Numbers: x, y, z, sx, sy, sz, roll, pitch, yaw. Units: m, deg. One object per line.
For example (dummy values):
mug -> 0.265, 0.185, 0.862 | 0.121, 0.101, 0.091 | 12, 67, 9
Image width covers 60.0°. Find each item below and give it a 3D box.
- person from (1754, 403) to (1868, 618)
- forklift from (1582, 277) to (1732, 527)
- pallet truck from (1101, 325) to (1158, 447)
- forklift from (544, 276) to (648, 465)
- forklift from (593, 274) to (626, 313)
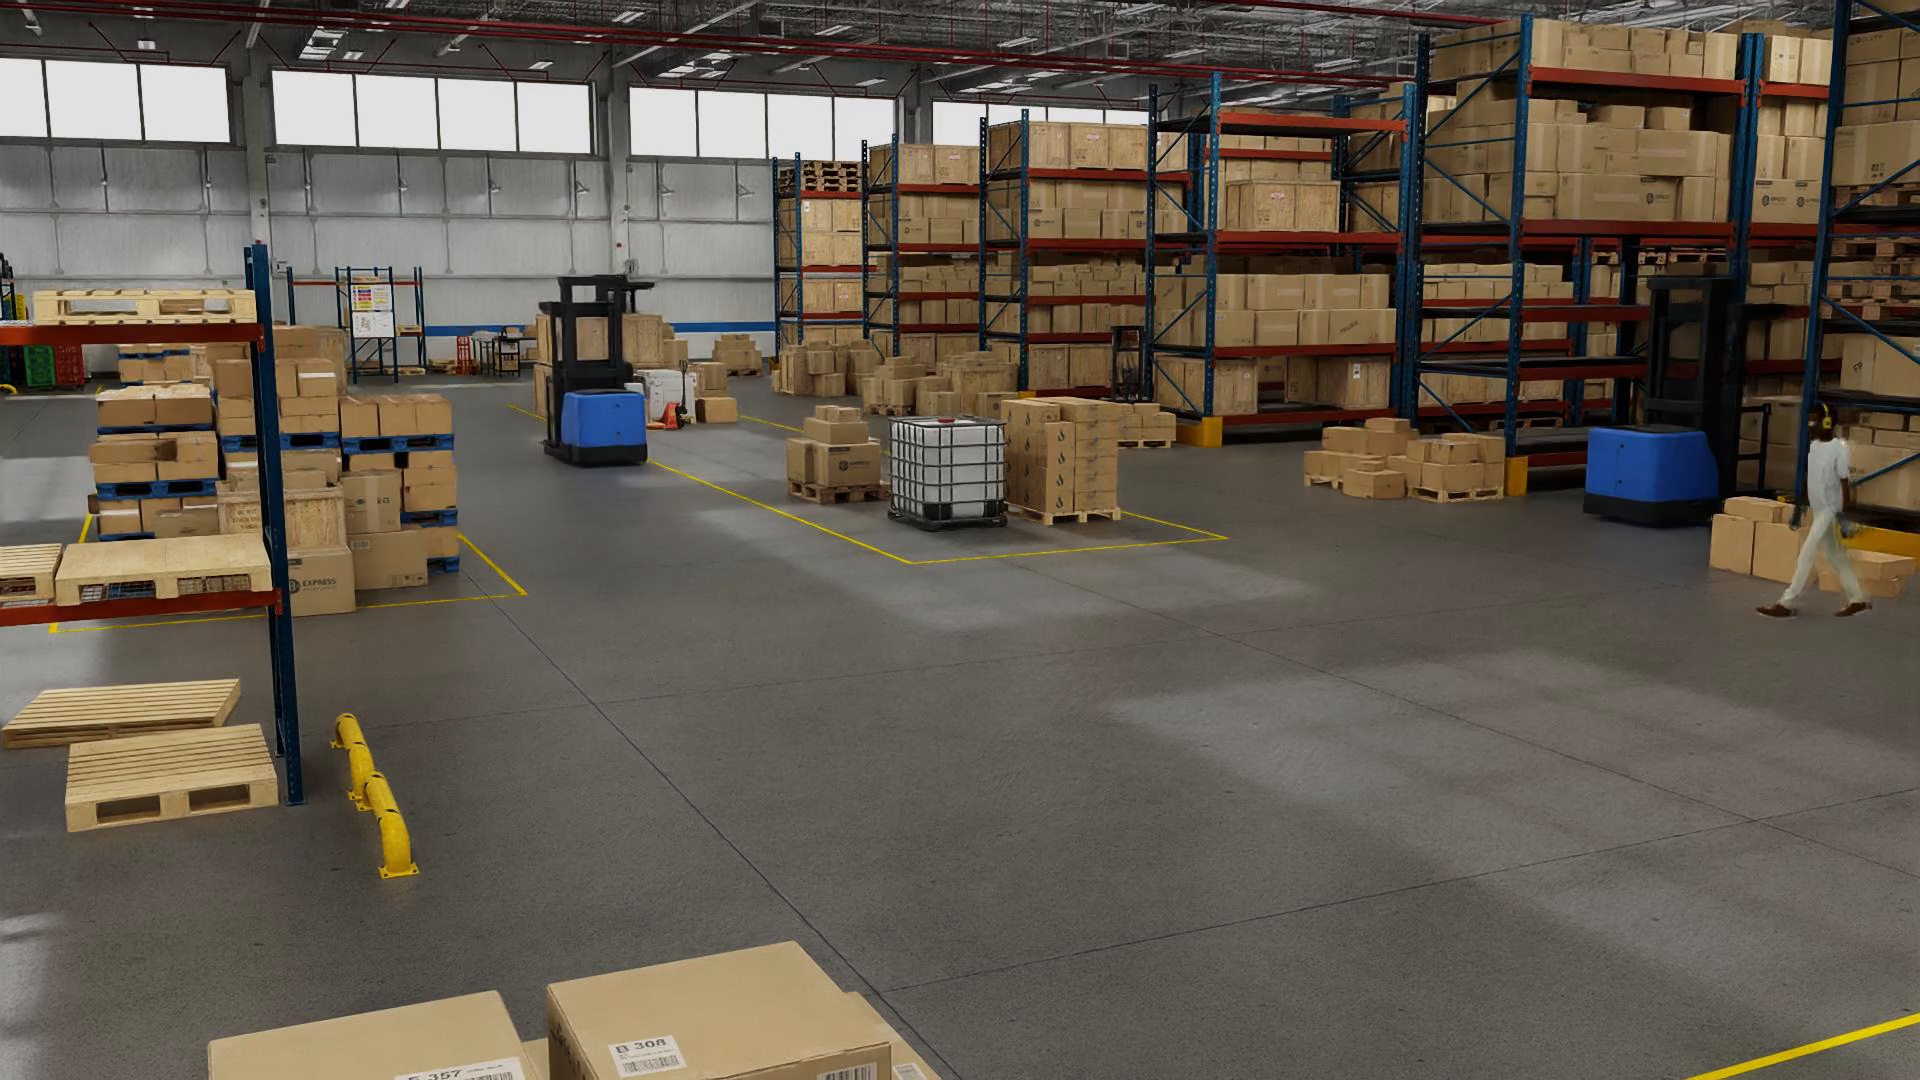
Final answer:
person -> 7.199, -0.230, 13.863 | 1.000, 1.817, 0.551 | 0, 9, 0
forklift -> 8.343, -1.642, 19.274 | 1.873, 2.768, 1.129 | -4, 10, -25
pallet truck -> 2.881, -2.596, 27.923 | 0.823, 1.965, 1.885 | -1, 9, -7
forklift -> -5.585, -2.622, 25.352 | 1.129, 2.768, 1.873 | -5, 10, -29
forklift -> -8.950, -5.407, 42.631 | 1.873, 2.768, 1.129 | 5, 10, 28
